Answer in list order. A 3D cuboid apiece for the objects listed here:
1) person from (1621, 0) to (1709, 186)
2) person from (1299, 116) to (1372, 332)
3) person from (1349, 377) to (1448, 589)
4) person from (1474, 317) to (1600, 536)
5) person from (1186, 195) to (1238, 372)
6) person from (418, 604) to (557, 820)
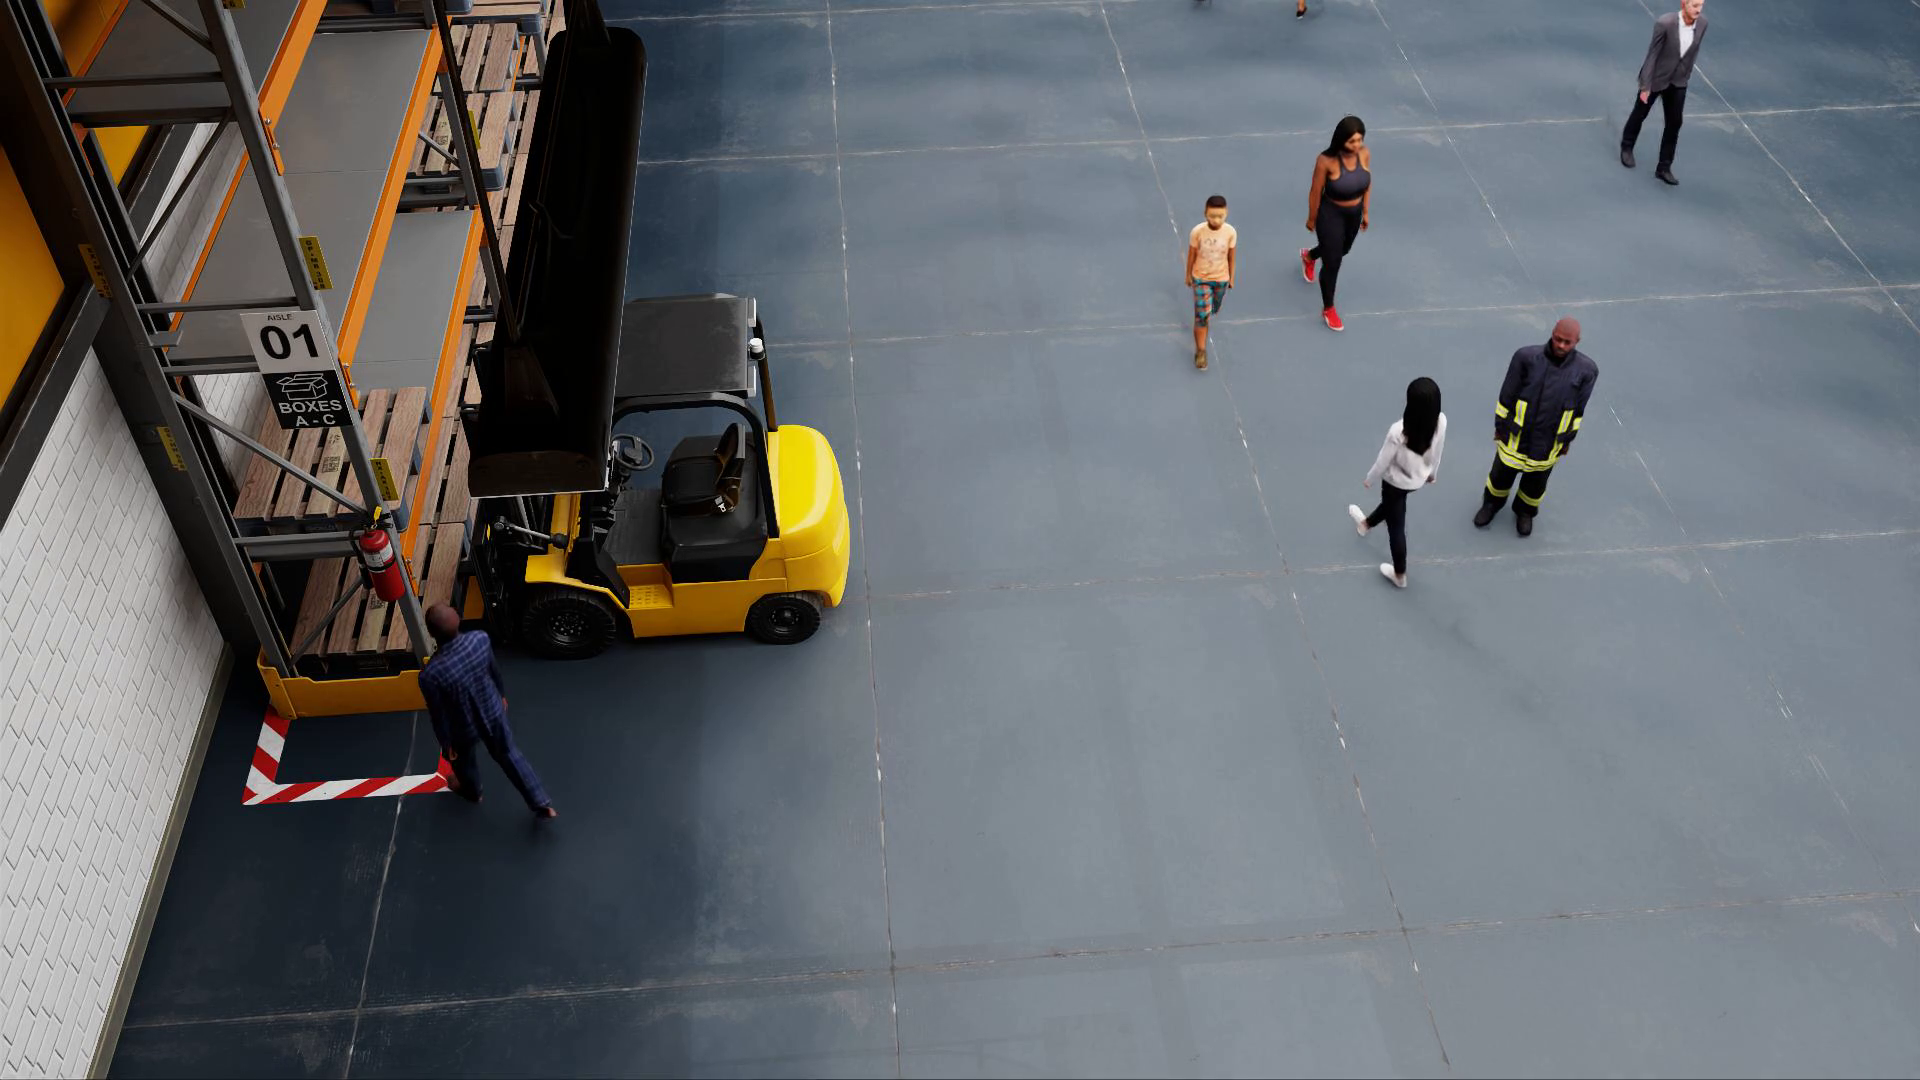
[{"bbox_3d":[6.422,-4.257,15.278,0.766,1.814,0.997,-5,44,-5],"label":"person"},{"bbox_3d":[3.072,-2.695,13.659,0.914,1.787,1.221,-17,46,-17],"label":"person"},{"bbox_3d":[3.060,-0.348,11.277,0.892,1.672,1.094,-21,48,-21],"label":"person"},{"bbox_3d":[4.052,-0.825,11.670,0.853,1.821,0.841,15,46,15],"label":"person"},{"bbox_3d":[2.000,-2.136,13.324,0.554,1.439,0.942,-2,44,-2],"label":"person"},{"bbox_3d":[-2.790,1.056,9.717,1.171,1.791,1.121,30,51,28],"label":"person"}]
